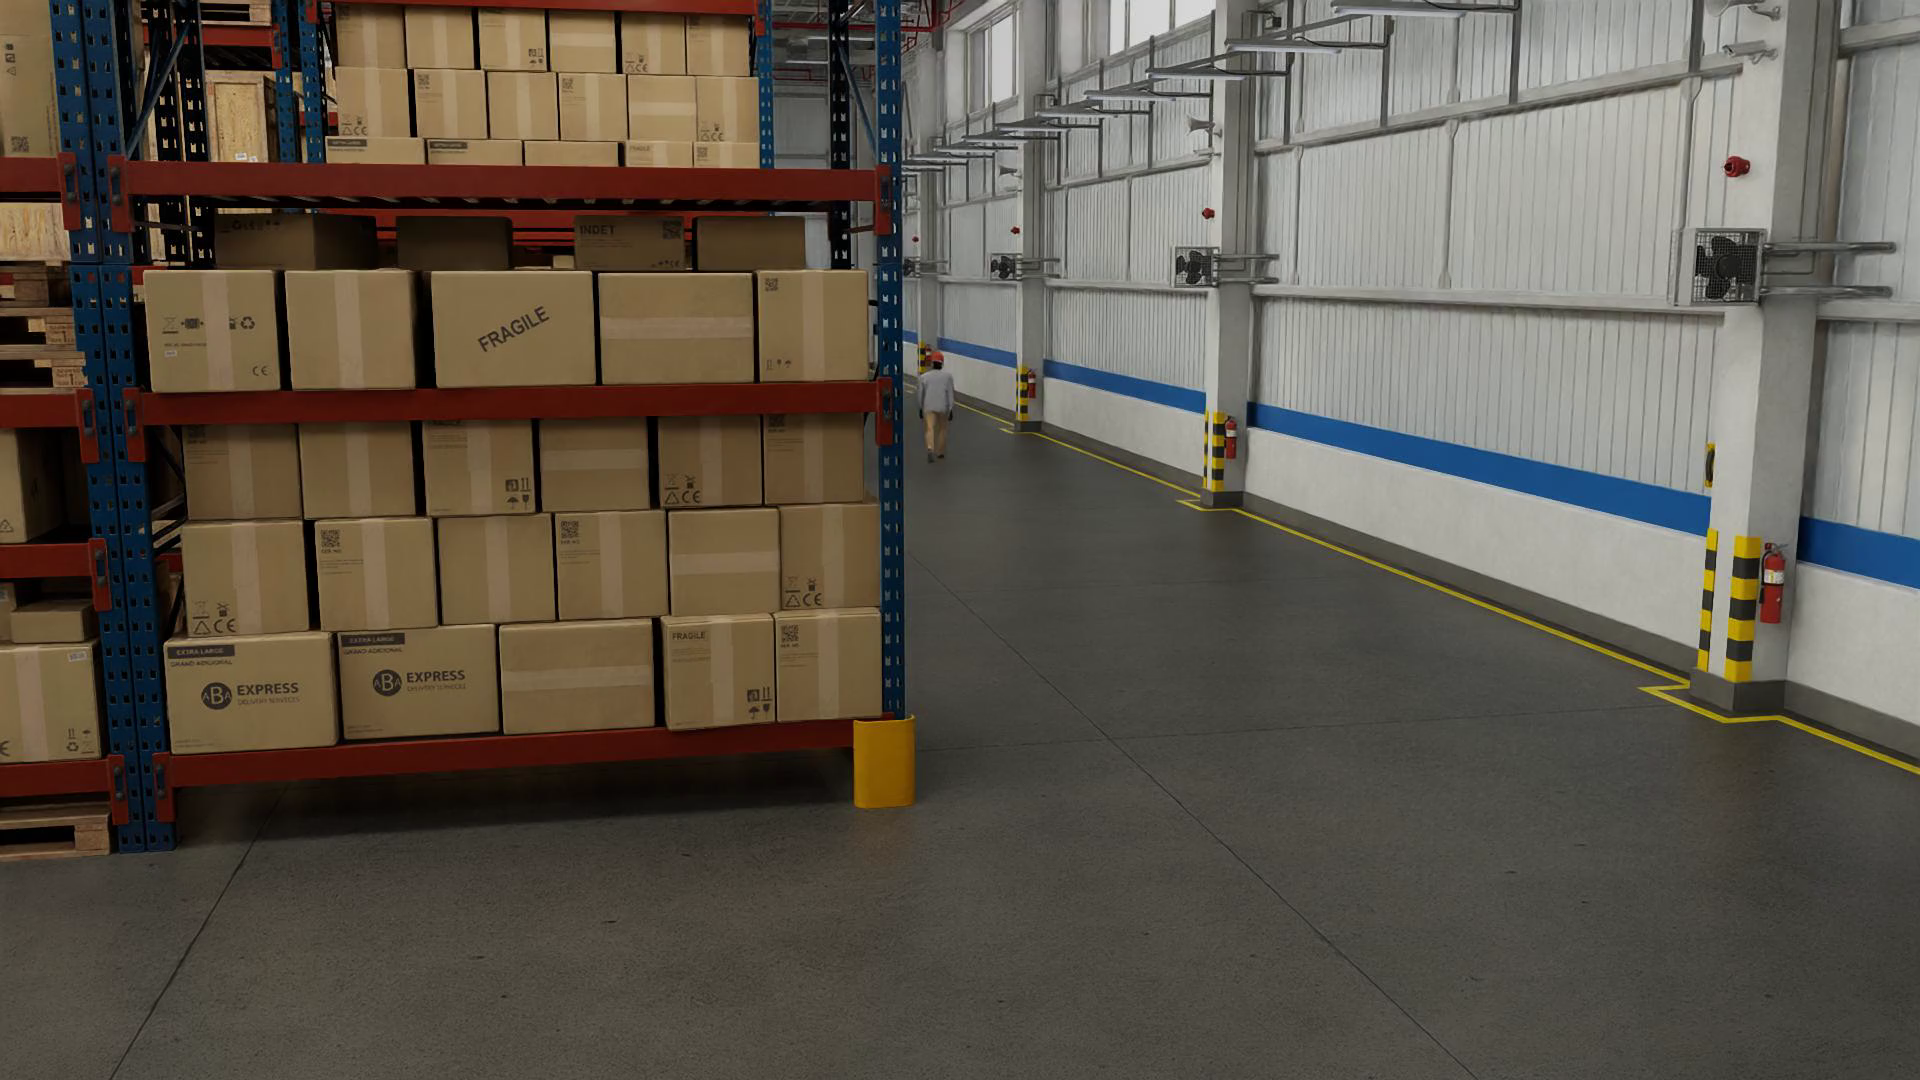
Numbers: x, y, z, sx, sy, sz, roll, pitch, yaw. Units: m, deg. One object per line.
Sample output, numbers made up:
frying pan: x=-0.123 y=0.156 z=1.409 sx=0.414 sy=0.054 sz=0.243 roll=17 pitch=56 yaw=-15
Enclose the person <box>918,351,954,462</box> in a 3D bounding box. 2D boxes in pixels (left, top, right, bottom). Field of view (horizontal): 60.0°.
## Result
person: x=-0.378 y=-2.092 z=26.072 sx=0.568 sy=1.721 sz=0.809 roll=1 pitch=9 yaw=4
